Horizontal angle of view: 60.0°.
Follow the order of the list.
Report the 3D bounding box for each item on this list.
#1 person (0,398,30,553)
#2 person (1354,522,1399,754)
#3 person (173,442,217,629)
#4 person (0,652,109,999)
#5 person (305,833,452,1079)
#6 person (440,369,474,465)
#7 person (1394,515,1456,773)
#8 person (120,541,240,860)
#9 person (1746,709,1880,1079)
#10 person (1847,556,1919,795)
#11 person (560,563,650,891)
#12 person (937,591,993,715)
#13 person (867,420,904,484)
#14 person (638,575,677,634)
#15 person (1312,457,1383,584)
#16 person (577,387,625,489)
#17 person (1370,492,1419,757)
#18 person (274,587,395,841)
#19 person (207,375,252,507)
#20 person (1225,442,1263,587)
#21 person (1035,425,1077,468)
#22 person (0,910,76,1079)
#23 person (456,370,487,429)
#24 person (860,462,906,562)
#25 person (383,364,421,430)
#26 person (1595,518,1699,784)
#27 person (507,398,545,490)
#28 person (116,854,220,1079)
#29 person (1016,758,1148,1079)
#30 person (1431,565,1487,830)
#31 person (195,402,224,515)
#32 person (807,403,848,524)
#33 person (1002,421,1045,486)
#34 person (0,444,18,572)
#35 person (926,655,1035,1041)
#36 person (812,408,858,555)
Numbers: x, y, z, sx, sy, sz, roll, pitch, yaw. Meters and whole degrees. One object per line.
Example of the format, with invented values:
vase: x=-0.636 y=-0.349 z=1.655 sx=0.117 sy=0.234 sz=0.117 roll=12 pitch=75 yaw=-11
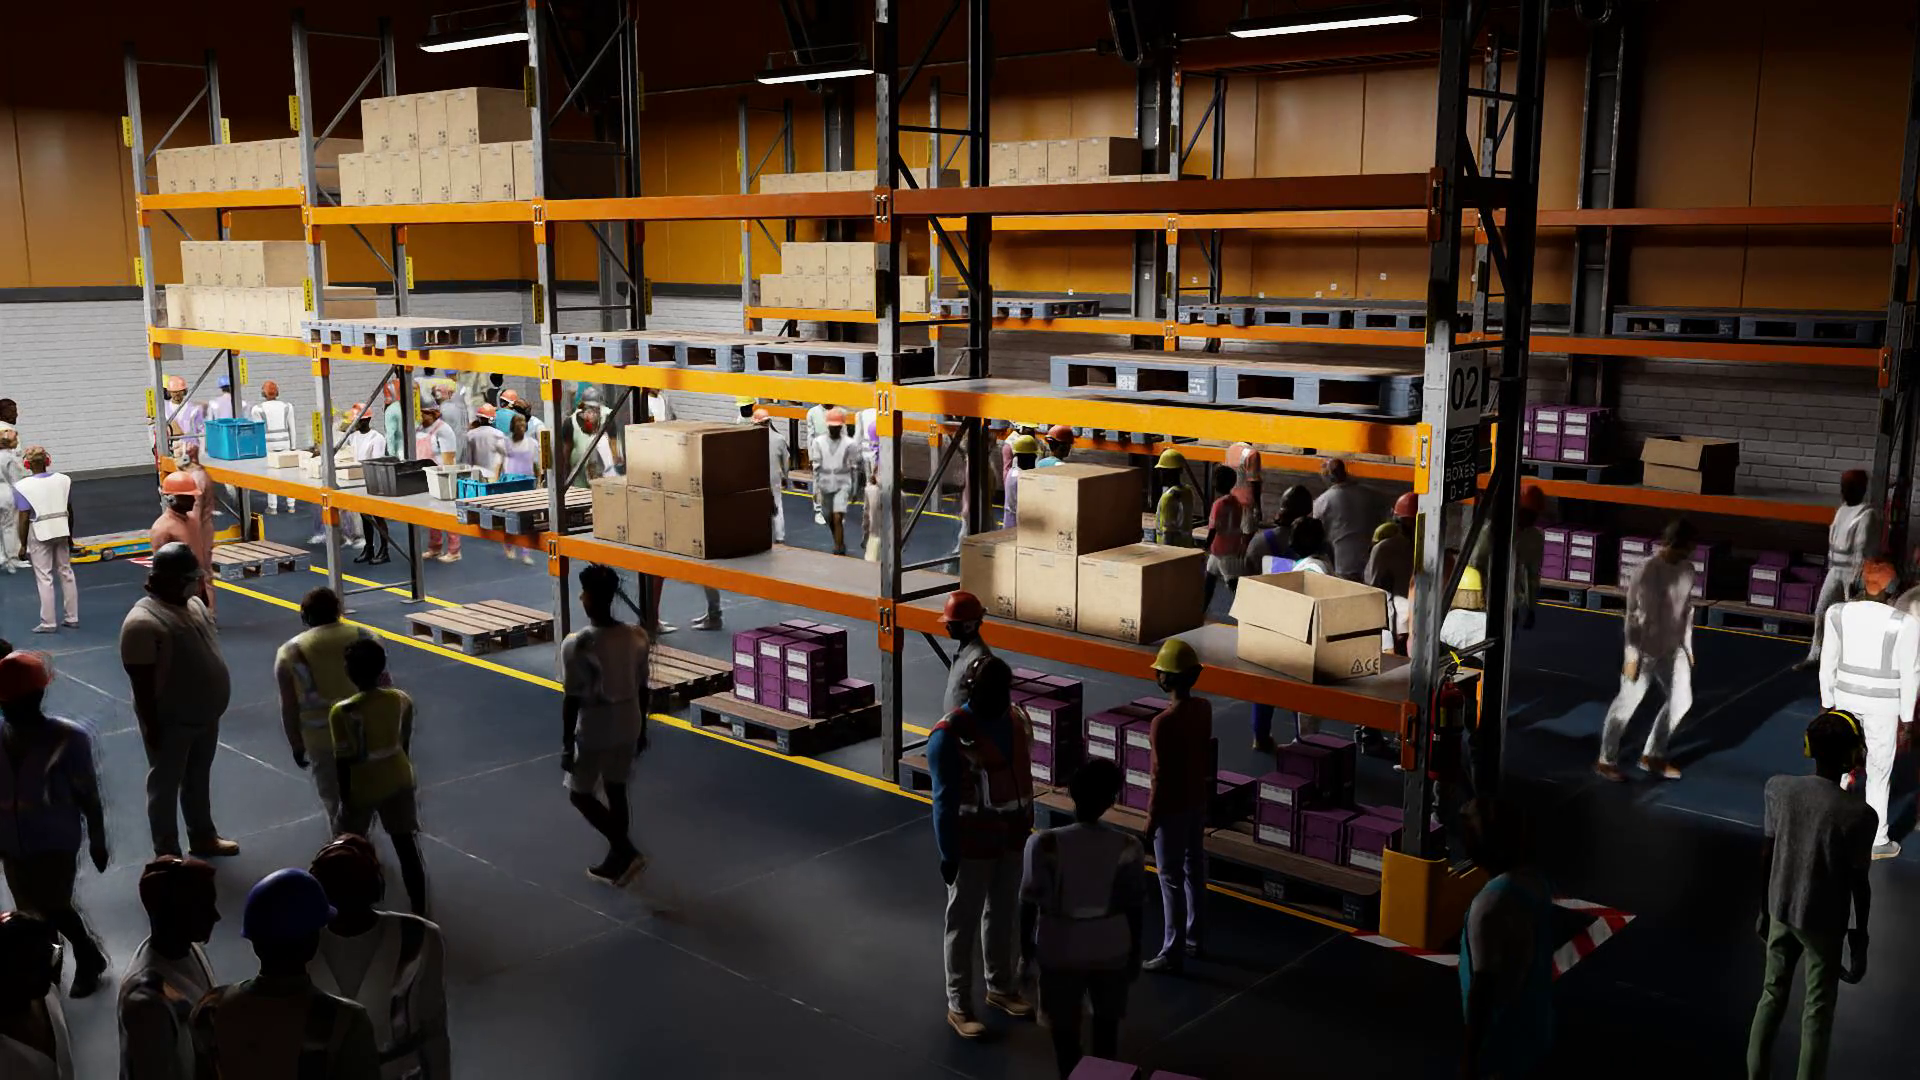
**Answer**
person: x=-11.714 y=-0.780 z=20.460 sx=0.399 sy=1.916 sz=0.590 roll=-9 pitch=13 yaw=-40
person: x=3.157 y=0.729 z=12.442 sx=0.320 sy=1.738 sz=0.487 roll=0 pitch=10 yaw=1
person: x=-7.439 y=-0.010 z=16.151 sx=0.406 sy=1.900 sz=0.654 roll=-3 pitch=11 yaw=-19
person: x=-4.417 y=1.433 z=8.042 sx=0.540 sy=1.894 sz=0.990 roll=1 pitch=10 yaw=4
person: x=-1.979 y=1.876 z=5.540 sx=0.575 sy=1.882 sz=0.338 roll=-1 pitch=10 yaw=-8
person: x=-8.255 y=-1.955 z=27.162 sx=0.621 sy=1.902 sz=1.021 roll=-2 pitch=10 yaw=-11
person: x=3.366 y=0.729 z=11.914 sx=0.377 sy=1.917 sz=0.600 roll=5 pitch=11 yaw=28
person: x=-4.672 y=0.999 z=10.043 sx=0.535 sy=2.000 sz=0.681 roll=2 pitch=10 yaw=11
person: x=3.596 y=1.626 z=7.030 sx=0.326 sy=1.861 sz=0.499 roll=-6 pitch=12 yaw=-32
person: x=6.110 y=0.926 z=10.719 sx=0.623 sy=1.952 sz=0.856 roll=-5 pitch=11 yaw=-24
person: x=-2.026 y=1.108 z=9.659 sx=0.545 sy=1.952 sz=0.623 roll=8 pitch=13 yaw=38
person: x=0.041 y=1.161 z=9.972 sx=0.353 sy=1.743 sz=0.568 roll=-2 pitch=10 yaw=-10
person: x=-0.918 y=-0.918 z=21.221 sx=0.392 sy=1.925 sz=0.550 roll=9 pitch=13 yaw=41
person: x=-3.008 y=-0.023 z=16.208 sx=0.396 sy=1.908 sz=0.599 roll=-5 pitch=11 yaw=-28
person: x=3.527 y=0.162 z=15.292 sx=0.722 sy=1.857 sz=0.749 roll=-4 pitch=11 yaw=-21
person: x=-4.854 y=-1.141 z=22.593 sx=0.997 sy=1.868 sz=0.717 roll=7 pitch=12 yaw=34
person: x=3.297 y=0.620 z=12.355 sx=0.615 sy=1.984 sz=0.408 roll=-5 pitch=11 yaw=-28
person: x=-3.694 y=1.157 z=9.907 sx=0.692 sy=1.776 sz=0.967 roll=-6 pitch=12 yaw=-30
person: x=-10.682 y=-1.464 z=24.374 sx=0.598 sy=1.902 sz=0.848 roll=-5 pitch=11 yaw=-24
person: x=3.137 y=-0.420 z=18.274 sx=0.361 sy=1.964 sz=0.613 roll=-4 pitch=11 yaw=-20
person: x=0.975 y=-0.144 z=16.538 sx=0.403 sy=2.035 sz=0.605 roll=-5 pitch=11 yaw=-24
person: x=-2.865 y=1.991 z=5.034 sx=0.396 sy=1.836 sz=0.566 roll=-1 pitch=10 yaw=-8
person: x=-8.725 y=-2.438 z=29.883 sx=0.645 sy=1.903 sz=0.897 roll=4 pitch=11 yaw=24
person: x=-0.769 y=-0.011 z=16.915 sx=0.525 sy=1.617 sz=0.396 roll=6 pitch=11 yaw=29
person: x=-9.045 y=-1.964 z=27.011 sx=0.611 sy=1.962 sz=0.364 roll=-7 pitch=12 yaw=-33
person: x=4.869 y=0.776 z=11.691 sx=0.698 sy=1.903 sz=0.593 roll=-6 pitch=12 yaw=-33
person: x=-5.580 y=-0.908 z=21.409 sx=0.625 sy=1.838 sz=0.429 roll=5 pitch=11 yaw=28
person: x=-2.494 y=1.911 z=5.357 sx=0.357 sy=1.879 sz=0.586 roll=-3 pitch=10 yaw=-15
person: x=0.522 y=1.746 z=6.896 sx=0.556 sy=1.663 sz=0.459 roll=-2 pitch=10 yaw=-9
person: x=3.253 y=1.020 z=10.798 sx=0.486 sy=1.737 sz=0.326 roll=-1 pitch=10 yaw=-7
person: x=-10.637 y=-1.118 z=23.177 sx=0.441 sy=1.626 sz=0.565 roll=-1 pitch=10 yaw=-5
person: x=-1.807 y=-1.176 z=22.704 sx=0.588 sy=1.913 sz=0.395 roll=-5 pitch=11 yaw=-27
person: x=0.787 y=-0.631 z=19.890 sx=0.591 sy=1.824 sz=0.404 roll=-6 pitch=12 yaw=-31
person: x=-11.144 y=-0.462 z=19.200 sx=0.405 sy=1.724 sz=0.520 roll=10 pitch=14 yaw=43
person: x=0.139 y=1.457 z=8.020 sx=0.627 sy=1.844 sz=0.429 roll=-9 pitch=14 yaw=-43
person: x=-1.475 y=-0.657 z=19.828 sx=0.541 sy=1.890 sz=0.926 roll=1 pitch=10 yaw=6
